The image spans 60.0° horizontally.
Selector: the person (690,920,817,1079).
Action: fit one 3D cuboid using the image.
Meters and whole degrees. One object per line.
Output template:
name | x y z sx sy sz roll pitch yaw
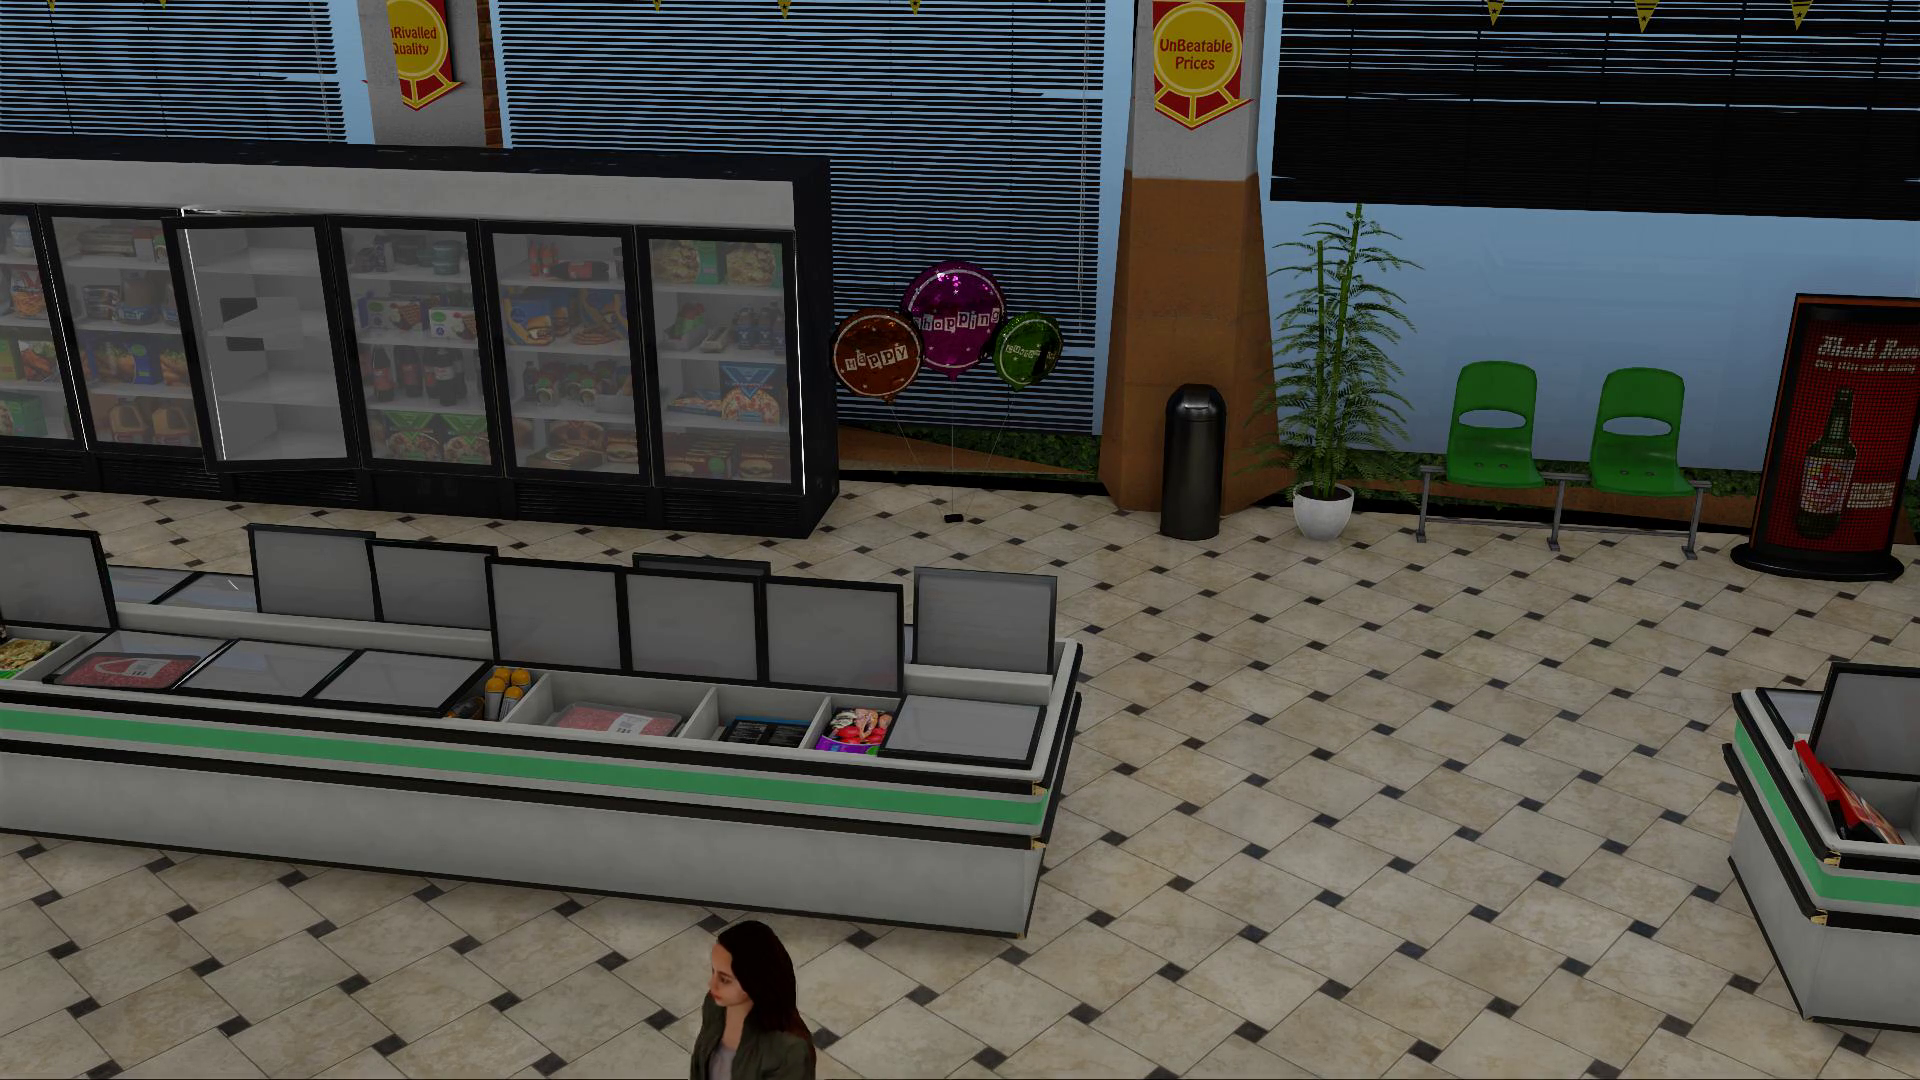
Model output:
person | -0.517 1.677 4.607 0.749 1.465 0.690 -15 26 -33
